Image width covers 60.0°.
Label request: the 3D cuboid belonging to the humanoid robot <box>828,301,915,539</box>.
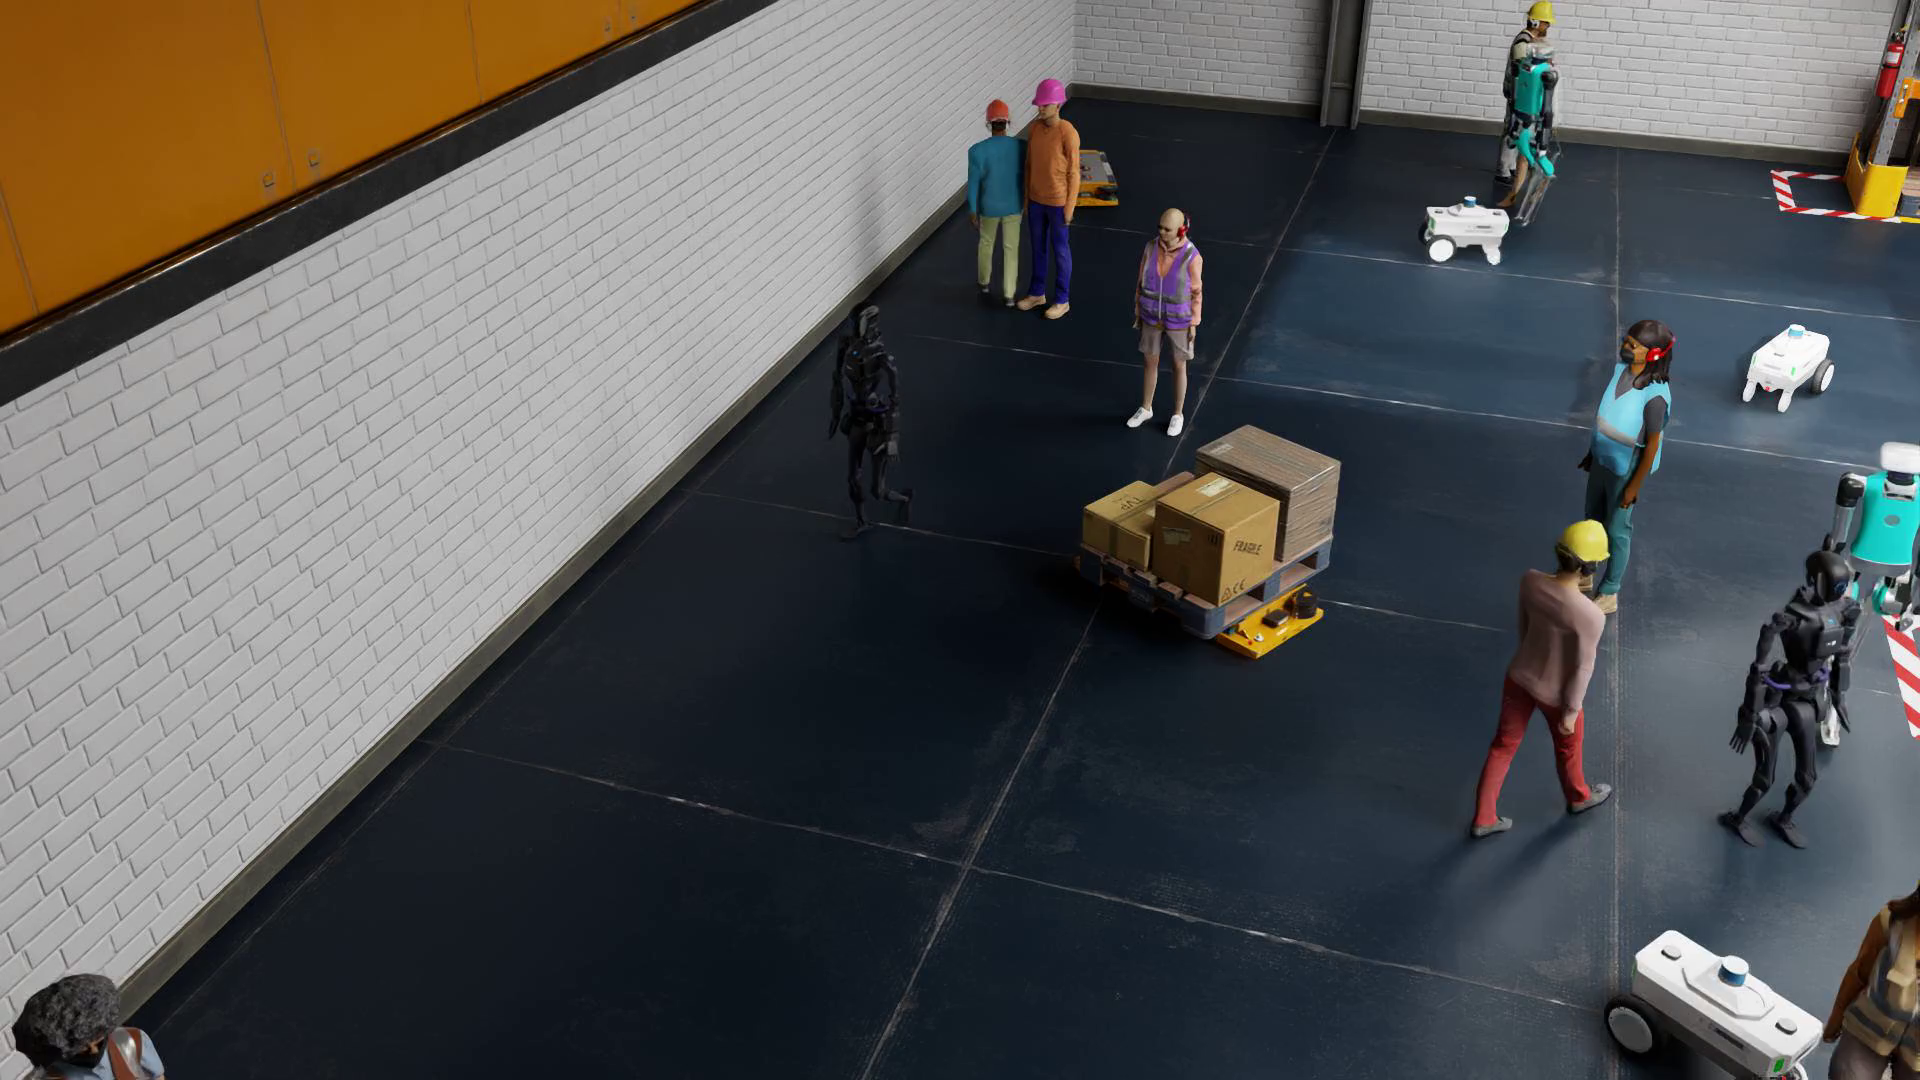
[{"bbox_3d":[-0.528,-0.774,10.550,0.602,1.638,0.504,25,39,36],"label":"humanoid robot"}]

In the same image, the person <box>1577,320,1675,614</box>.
[{"bbox_3d":[3.858,-0.421,9.768,0.392,1.865,0.514,-7,31,-11],"label":"person"}]

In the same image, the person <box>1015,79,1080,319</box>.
[{"bbox_3d":[0.732,-2.810,13.715,0.517,1.983,0.374,24,38,34],"label":"person"}]

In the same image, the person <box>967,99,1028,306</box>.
[{"bbox_3d":[0.340,-2.861,14.052,0.575,1.718,0.696,-1,30,-1],"label":"person"}]

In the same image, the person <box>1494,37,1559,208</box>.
[{"bbox_3d":[5.505,-4.045,16.149,0.752,1.623,0.507,-14,33,-22],"label":"person"}]

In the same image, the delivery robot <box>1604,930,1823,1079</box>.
[{"bbox_3d":[3.167,1.988,6.959,0.499,0.592,0.795,-21,36,-32],"label":"delivery robot"}]

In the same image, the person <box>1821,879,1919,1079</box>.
[{"bbox_3d":[3.452,1.794,6.098,0.479,1.756,0.617,18,35,27],"label":"person"}]

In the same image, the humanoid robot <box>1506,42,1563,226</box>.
[{"bbox_3d":[5.475,-3.794,15.652,0.716,1.787,0.563,-13,33,-21],"label":"humanoid robot"}]

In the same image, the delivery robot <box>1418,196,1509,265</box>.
[{"bbox_3d":[4.584,-2.835,15.153,0.752,0.581,0.504,3,31,5],"label":"delivery robot"}]

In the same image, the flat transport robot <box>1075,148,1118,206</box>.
[{"bbox_3d":[1.195,-3.704,16.927,0.659,0.231,1.431,-1,30,-2],"label":"flat transport robot"}]

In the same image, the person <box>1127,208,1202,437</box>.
[{"bbox_3d":[1.477,-1.554,11.862,0.491,1.692,0.342,16,34,25],"label":"person"}]

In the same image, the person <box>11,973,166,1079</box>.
[{"bbox_3d":[-2.804,2.147,5.576,0.385,1.677,0.483,18,35,28],"label":"person"}]

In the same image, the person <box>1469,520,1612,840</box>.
[{"bbox_3d":[2.909,0.663,8.049,0.878,1.724,0.529,-16,34,-25],"label":"person"}]

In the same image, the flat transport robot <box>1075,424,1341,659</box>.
[{"bbox_3d":[1.450,0.257,10.189,0.659,0.231,1.431,-26,39,-37],"label":"flat transport robot"}]

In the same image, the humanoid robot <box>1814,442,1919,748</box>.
[{"bbox_3d":[4.837,0.195,8.882,0.556,1.759,1.047,13,33,21],"label":"humanoid robot"}]

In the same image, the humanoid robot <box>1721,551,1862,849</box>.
[{"bbox_3d":[3.979,0.782,7.914,0.602,1.644,0.379,-7,31,-11],"label":"humanoid robot"}]

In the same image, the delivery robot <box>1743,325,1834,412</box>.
[{"bbox_3d":[6.295,-1.343,12.637,0.499,0.603,0.794,26,39,37],"label":"delivery robot"}]

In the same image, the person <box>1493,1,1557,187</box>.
[{"bbox_3d":[5.673,-4.495,16.744,0.403,1.821,0.597,17,34,26],"label":"person"}]
